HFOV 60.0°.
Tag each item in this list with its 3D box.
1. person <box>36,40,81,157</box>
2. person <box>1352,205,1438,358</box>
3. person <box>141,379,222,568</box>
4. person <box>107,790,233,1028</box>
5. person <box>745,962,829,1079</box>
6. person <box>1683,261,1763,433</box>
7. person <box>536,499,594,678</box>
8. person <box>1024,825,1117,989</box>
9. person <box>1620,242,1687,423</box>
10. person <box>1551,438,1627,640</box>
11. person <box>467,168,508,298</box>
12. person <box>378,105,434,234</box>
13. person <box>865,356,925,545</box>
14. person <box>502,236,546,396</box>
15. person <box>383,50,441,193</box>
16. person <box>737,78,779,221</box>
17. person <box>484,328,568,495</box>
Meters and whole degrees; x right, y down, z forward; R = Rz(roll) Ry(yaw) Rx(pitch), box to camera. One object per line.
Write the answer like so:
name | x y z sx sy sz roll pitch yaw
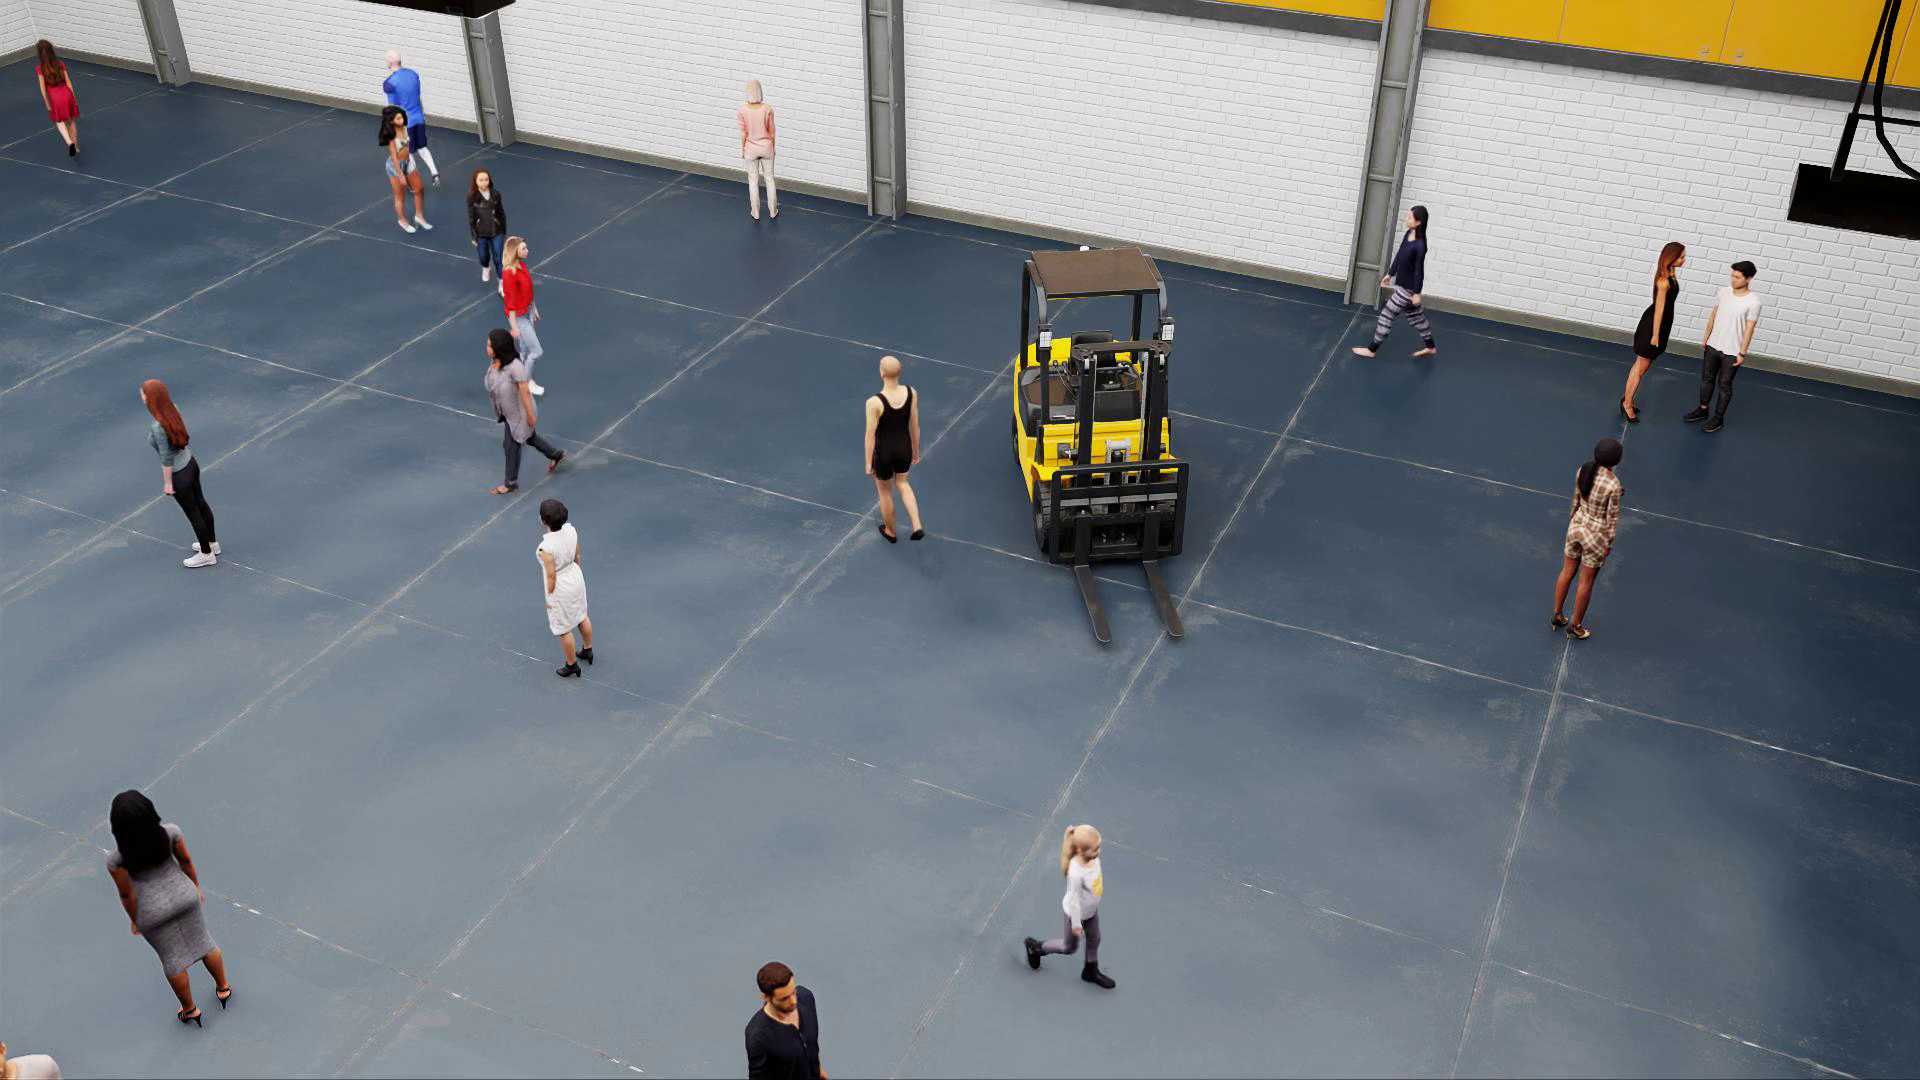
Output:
person | -11.879 -5.813 21.974 0.764 1.539 0.903 -21 39 -29
person | 4.671 -2.602 17.011 1.174 1.685 0.851 3 34 4
person | -6.508 -0.563 13.892 0.672 1.743 0.660 0 34 0
person | -4.645 2.160 9.759 0.648 1.781 0.629 -28 43 -36
person | -0.899 2.856 8.642 0.575 1.859 0.671 21 39 28
person | 7.335 -1.872 15.885 0.771 1.716 0.679 -16 37 -23
person | -3.014 0.359 12.673 0.509 1.556 0.557 15 37 22
person | 0.670 2.228 10.126 0.822 1.263 0.534 17 37 24
person | 6.657 -2.000 15.971 0.509 1.834 0.568 14 36 20
person | 4.911 -0.008 13.009 0.741 1.794 0.661 -16 37 -23
person | -5.255 -3.443 18.472 0.861 1.469 0.922 -12 36 -18
person | -6.710 -4.410 19.804 0.635 1.606 0.618 8 34 12
person | -0.528 -0.684 14.019 0.869 1.803 0.956 -19 38 -26
person | -4.395 -2.189 16.381 0.699 1.694 0.716 2 34 3
person | -6.848 -5.210 20.803 0.867 1.831 0.756 21 39 29
person | -2.447 -4.751 20.209 0.648 1.724 0.742 -6 34 -9
person | -3.937 -1.207 15.005 1.008 1.583 1.067 -21 39 -28
